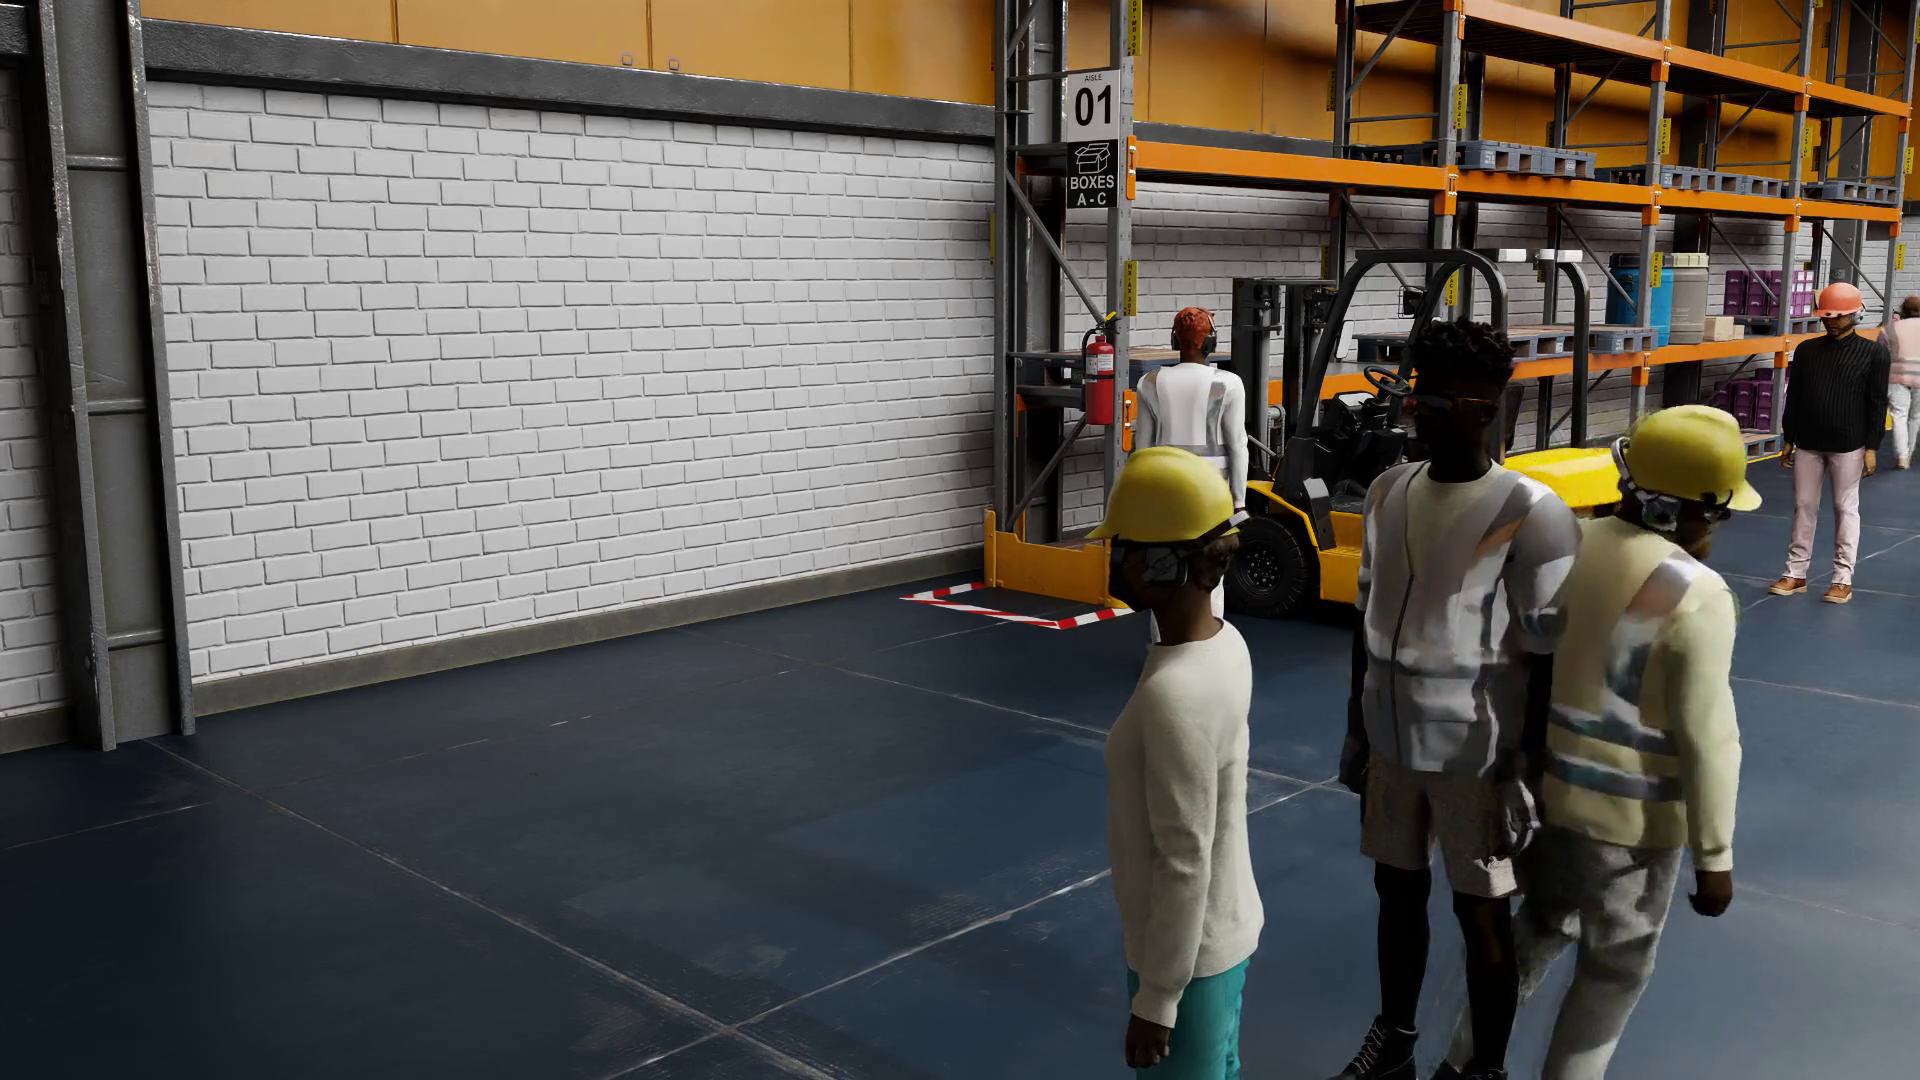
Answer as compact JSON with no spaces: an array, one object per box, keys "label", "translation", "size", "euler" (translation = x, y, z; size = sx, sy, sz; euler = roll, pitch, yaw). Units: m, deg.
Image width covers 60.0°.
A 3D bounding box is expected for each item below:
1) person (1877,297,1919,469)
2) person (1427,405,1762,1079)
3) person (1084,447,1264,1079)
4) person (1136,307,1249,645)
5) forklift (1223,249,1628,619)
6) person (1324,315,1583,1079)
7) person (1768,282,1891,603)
[{"label":"person","translation":[9.880,-1.635,17.344],"size":[0.631,1.783,1.002],"euler":[4,10,22]},{"label":"person","translation":[1.432,0.581,3.732],"size":[0.481,1.789,0.664],"euler":[-3,10,-20]},{"label":"person","translation":[0.371,0.716,2.965],"size":[0.326,1.767,0.533],"euler":[3,10,16]},{"label":"person","translation":[1.158,-0.214,8.309],"size":[0.576,1.882,0.355],"euler":[4,10,25]},{"label":"forklift","translation":[2.710,-0.584,9.626],"size":[2.313,2.155,1.214],"euler":[9,13,43]},{"label":"person","translation":[1.126,0.465,3.887],"size":[0.367,1.966,0.607],"euler":[-6,11,-33]},{"label":"person","translation":[5.427,-0.604,10.385],"size":[0.390,1.986,0.609],"euler":[-7,12,-38]}]
